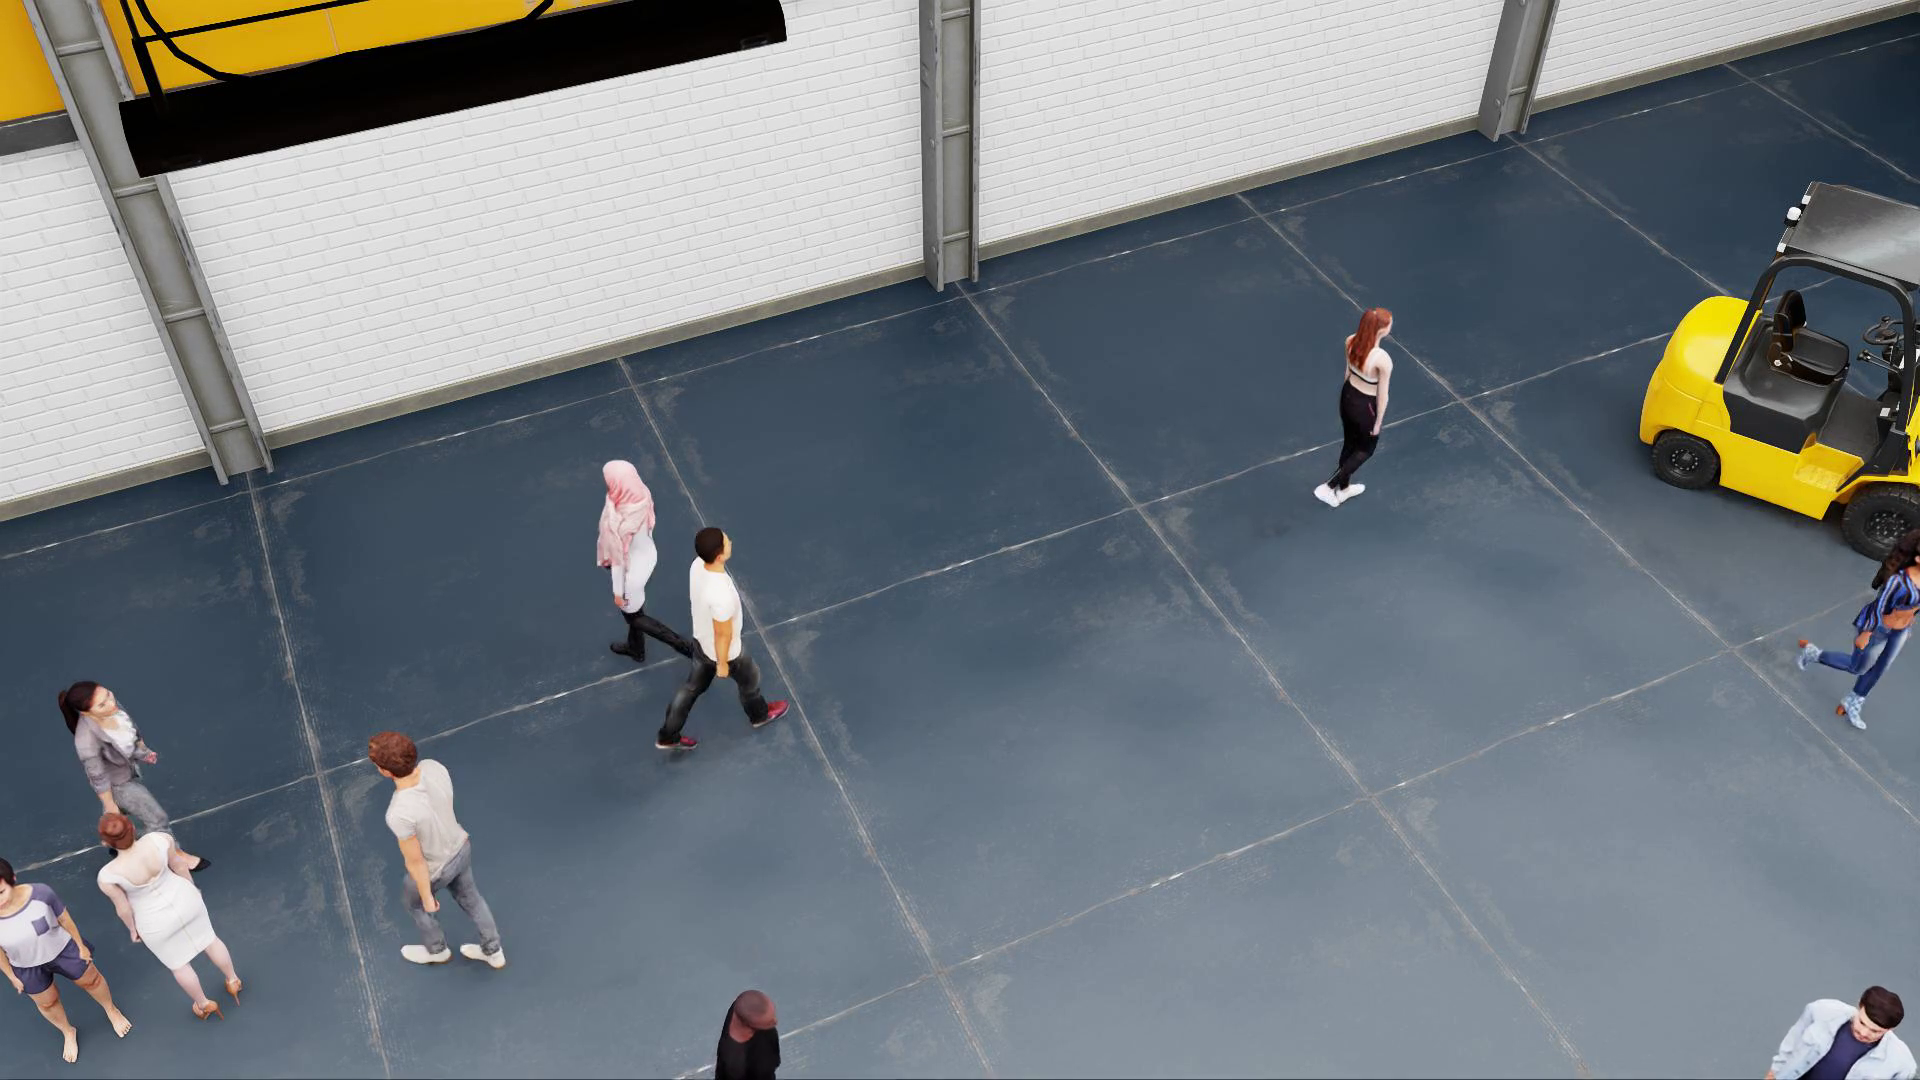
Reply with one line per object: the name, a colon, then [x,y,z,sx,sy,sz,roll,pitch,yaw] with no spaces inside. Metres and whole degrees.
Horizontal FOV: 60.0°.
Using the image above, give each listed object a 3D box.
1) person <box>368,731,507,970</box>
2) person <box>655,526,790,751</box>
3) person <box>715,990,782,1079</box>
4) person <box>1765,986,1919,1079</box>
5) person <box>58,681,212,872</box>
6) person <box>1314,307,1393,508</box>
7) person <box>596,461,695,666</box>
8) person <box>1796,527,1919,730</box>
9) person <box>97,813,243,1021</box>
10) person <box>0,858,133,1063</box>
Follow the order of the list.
person: [-2.753,1.757,9.034,1.022,1.862,0.955,11,45,12]
person: [-1.582,0.668,10.249,1.173,1.762,0.743,-24,48,-23]
person: [-1.113,2.670,8.174,0.978,1.726,0.862,0,44,0]
person: [4.184,2.686,8.100,0.685,1.804,0.740,-31,52,-28]
person: [-4.894,1.370,9.599,0.891,1.643,0.742,-11,45,-11]
person: [2.787,-0.906,11.922,0.811,1.733,0.650,-24,49,-23]
person: [-2.019,0.218,10.705,1.103,1.784,1.036,14,45,14]
person: [5.795,0.507,10.529,0.782,1.608,0.688,-18,47,-18]
person: [-4.203,1.996,8.832,0.689,1.794,0.551,30,51,28]
person: [-4.850,2.184,8.800,0.497,1.566,0.650,-24,49,-23]
